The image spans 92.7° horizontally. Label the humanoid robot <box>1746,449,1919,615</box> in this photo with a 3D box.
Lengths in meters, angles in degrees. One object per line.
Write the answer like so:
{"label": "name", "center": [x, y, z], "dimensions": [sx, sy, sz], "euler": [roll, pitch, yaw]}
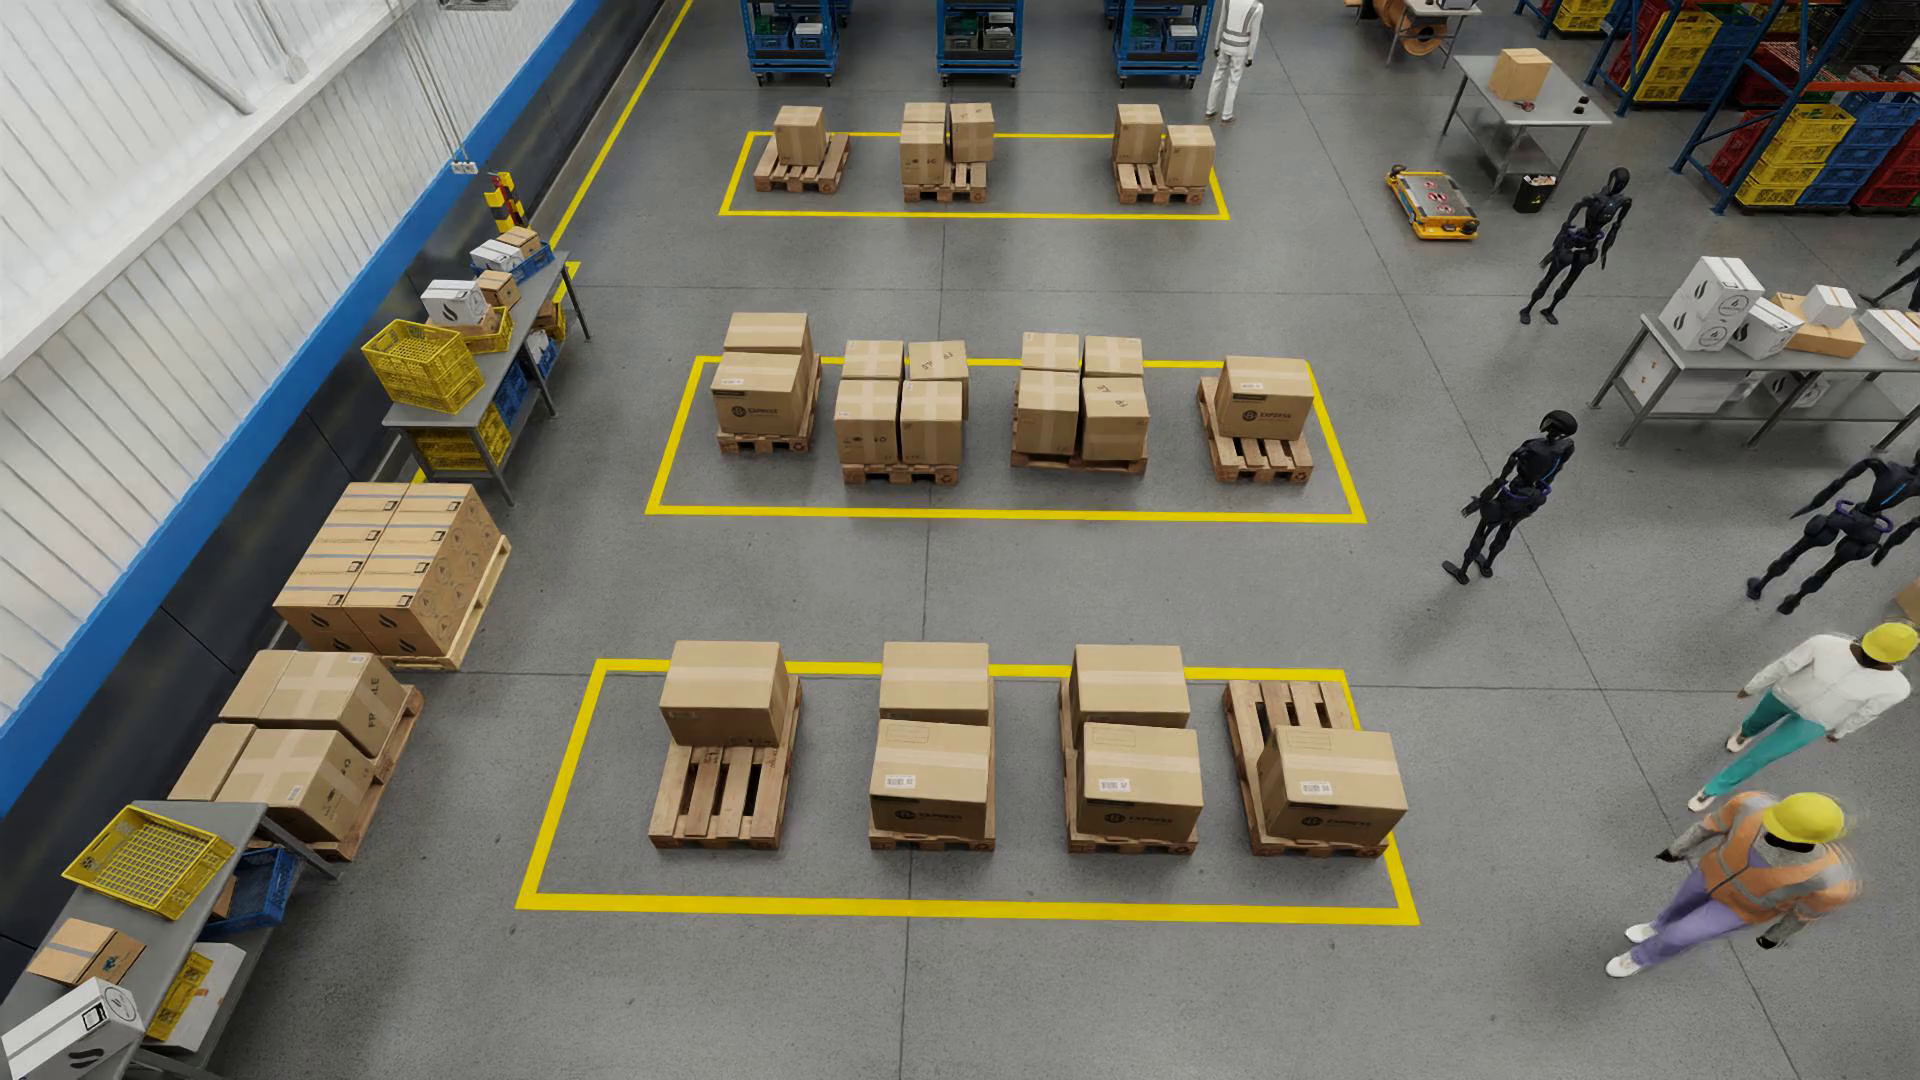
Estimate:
{"label": "humanoid robot", "center": [6.486, -0.097, 6.685], "dimensions": [0.585, 1.654, 0.338], "euler": [35, 58, 27]}

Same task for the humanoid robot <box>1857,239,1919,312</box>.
{"label": "humanoid robot", "center": [9.809, -2.897, 9.138], "dimensions": [0.645, 1.619, 0.712], "euler": [-22, 53, -18]}

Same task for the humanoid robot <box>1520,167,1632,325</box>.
{"label": "humanoid robot", "center": [6.139, -2.882, 9.087], "dimensions": [0.609, 1.657, 0.311], "euler": [1, 49, 1]}

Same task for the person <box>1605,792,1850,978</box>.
{"label": "person", "center": [4.047, 1.840, 4.866], "dimensions": [0.702, 1.885, 0.606], "euler": [-8, 50, -7]}

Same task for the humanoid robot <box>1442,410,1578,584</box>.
{"label": "humanoid robot", "center": [4.132, -0.315, 6.862], "dimensions": [0.609, 1.661, 0.314], "euler": [-12, 50, -10]}

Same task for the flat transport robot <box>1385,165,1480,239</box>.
{"label": "flat transport robot", "center": [5.692, -4.094, 11.059], "dimensions": [0.652, 0.197, 1.431], "euler": [1, 49, 1]}

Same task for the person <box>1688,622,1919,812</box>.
{"label": "person", "center": [5.246, 1.022, 5.703], "dimensions": [0.900, 1.740, 0.535], "euler": [-25, 54, -20]}

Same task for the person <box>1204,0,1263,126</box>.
{"label": "person", "center": [3.605, -6.444, 12.046], "dimensions": [0.575, 1.882, 0.341], "euler": [32, 56, 24]}
